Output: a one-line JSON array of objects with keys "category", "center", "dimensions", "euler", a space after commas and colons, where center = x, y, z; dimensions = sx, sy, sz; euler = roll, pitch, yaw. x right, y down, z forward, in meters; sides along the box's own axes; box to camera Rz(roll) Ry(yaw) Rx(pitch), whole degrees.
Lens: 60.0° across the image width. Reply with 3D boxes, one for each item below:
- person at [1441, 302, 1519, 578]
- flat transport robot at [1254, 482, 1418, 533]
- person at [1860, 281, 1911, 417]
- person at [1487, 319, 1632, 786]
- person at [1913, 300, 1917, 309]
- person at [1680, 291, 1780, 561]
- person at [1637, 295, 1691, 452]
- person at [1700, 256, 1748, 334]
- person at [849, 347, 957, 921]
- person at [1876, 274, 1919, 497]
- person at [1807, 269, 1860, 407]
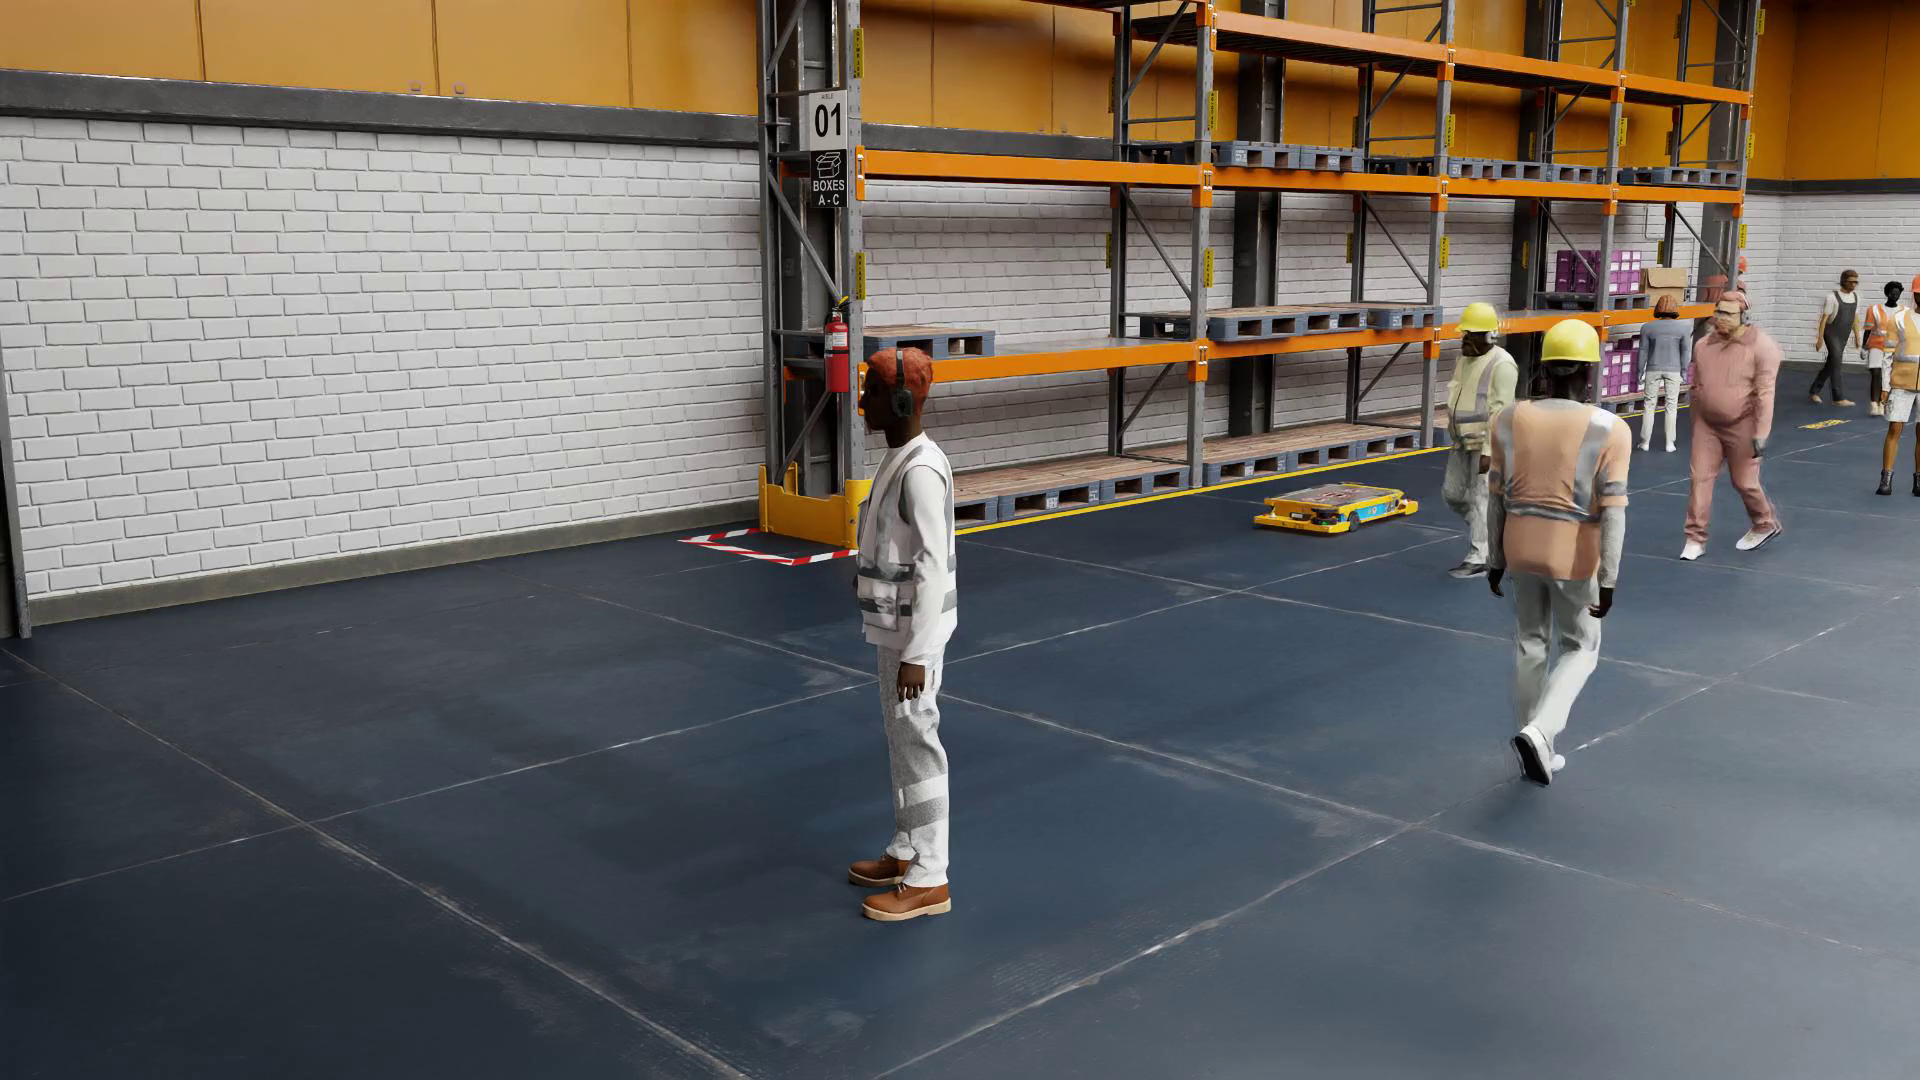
[{"category": "person", "center": [3.403, -0.642, 10.872], "dimensions": [0.517, 1.810, 0.603], "euler": [-4, 11, -20]}, {"category": "flat transport robot", "center": [2.964, -0.267, 13.030], "dimensions": [0.652, 0.197, 1.431], "euler": [9, 14, 41]}, {"category": "person", "center": [11.410, -2.331, 20.440], "dimensions": [0.551, 1.663, 0.768], "euler": [3, 11, 17]}, {"category": "person", "center": [2.372, 0.073, 6.705], "dimensions": [0.589, 1.911, 0.559], "euler": [9, 14, 41]}, {"category": "person", "center": [13.594, -2.905, 23.293], "dimensions": [0.929, 1.781, 0.640], "euler": [0, 10, 0]}, {"category": "person", "center": [5.394, -0.801, 11.594], "dimensions": [0.850, 1.873, 0.648], "euler": [-8, 13, -37]}, {"category": "person", "center": [7.312, -1.731, 17.322], "dimensions": [0.500, 1.628, 0.277], "euler": [4, 11, 23]}, {"category": "person", "center": [11.206, -3.195, 24.459], "dimensions": [0.688, 1.945, 0.406], "euler": [9, 14, 41]}, {"category": "person", "center": [-0.187, 0.307, 5.500], "dimensions": [0.346, 1.882, 0.584], "euler": [-2, 11, -10]}, {"category": "person", "center": [8.224, -1.335, 14.305], "dimensions": [0.542, 1.938, 0.358], "euler": [5, 11, 24]}, {"category": "person", "center": [11.579, -2.678, 22.022], "dimensions": [0.529, 1.804, 0.829], "euler": [-4, 11, -20]}]
